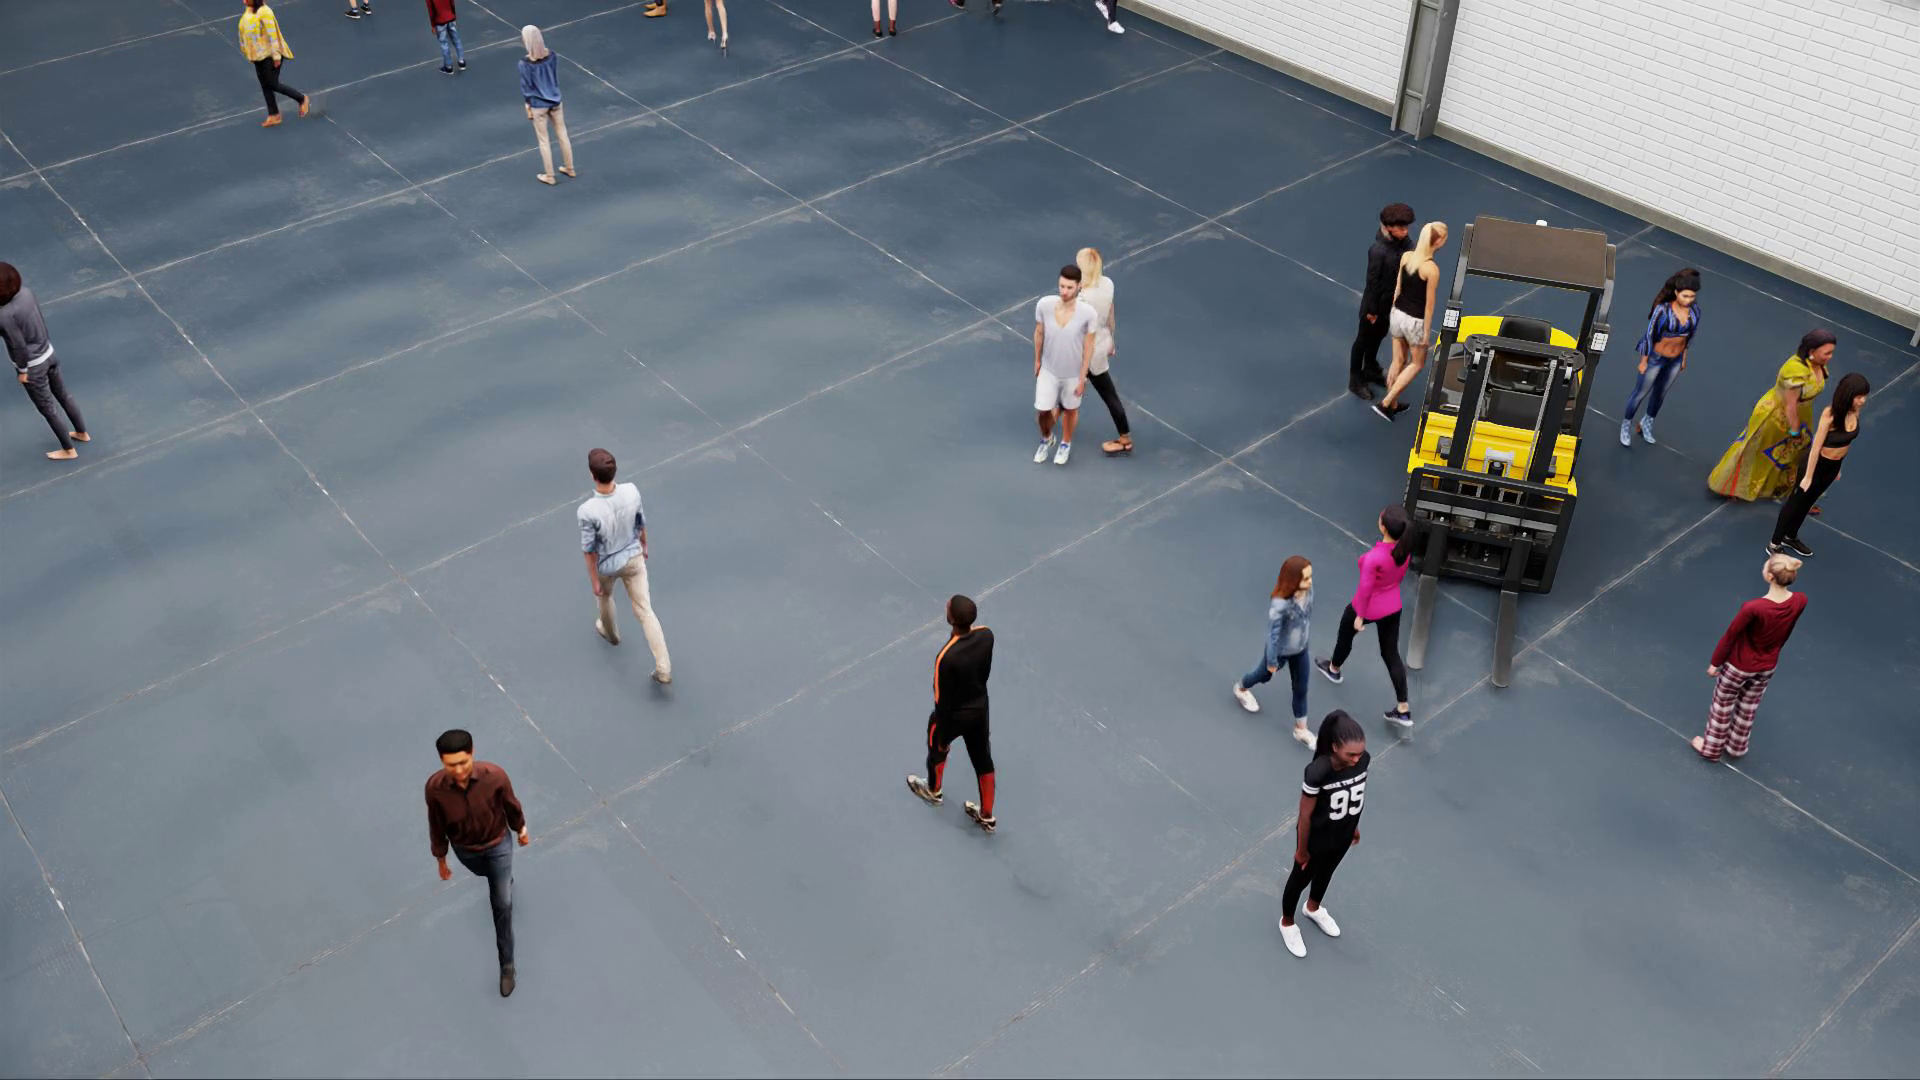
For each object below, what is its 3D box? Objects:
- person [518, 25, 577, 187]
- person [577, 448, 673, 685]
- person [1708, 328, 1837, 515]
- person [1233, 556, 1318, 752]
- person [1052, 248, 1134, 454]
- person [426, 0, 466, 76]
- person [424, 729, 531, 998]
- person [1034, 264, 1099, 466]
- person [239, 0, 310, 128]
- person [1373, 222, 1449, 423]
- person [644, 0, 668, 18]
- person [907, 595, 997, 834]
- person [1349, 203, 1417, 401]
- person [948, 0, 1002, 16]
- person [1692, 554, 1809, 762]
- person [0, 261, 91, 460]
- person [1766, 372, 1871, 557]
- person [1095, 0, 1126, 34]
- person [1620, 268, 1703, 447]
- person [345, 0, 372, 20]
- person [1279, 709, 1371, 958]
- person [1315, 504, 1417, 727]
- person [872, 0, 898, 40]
[{"bbox_3d":[-4.337,-4.555,17.399,0.593,1.697,0.637,30,47,32],"label":"person"},{"bbox_3d":[-2.279,0.215,11.324,0.711,1.813,1.228,-24,44,-27],"label":"person"},{"bbox_3d":[6.317,-0.970,12.967,1.106,1.626,0.851,31,48,33],"label":"person"},{"bbox_3d":[2.101,0.680,11.034,0.587,1.451,0.994,-27,46,-30],"label":"person"},{"bbox_3d":[1.180,-1.478,13.484,1.261,1.765,0.898,19,43,23],"label":"person"},{"bbox_3d":[-6.143,-6.190,19.792,0.507,1.255,0.524,30,48,32],"label":"person"},{"bbox_3d":[-2.752,1.684,9.547,1.044,1.738,1.265,-7,39,-9],"label":"person"},{"bbox_3d":[0.875,-1.448,13.385,0.770,1.840,0.858,11,40,14],"label":"person"},{"bbox_3d":[-7.671,-5.427,18.526,0.745,1.644,0.793,31,48,33],"label":"person"},{"bbox_3d":[3.671,-1.799,13.829,0.739,1.835,0.718,-22,43,-25],"label":"person"},{"bbox_3d":[-3.933,-7.534,21.110,0.750,1.711,0.663,-1,39,-2],"label":"person"},{"bbox_3d":[0.080,1.121,10.218,0.634,1.780,0.904,-28,46,-30],"label":"person"},{"bbox_3d":[3.597,-2.066,14.210,0.630,1.777,0.579,-31,48,-33],"label":"person"},{"bbox_3d":[0.218,-7.510,21.046,0.736,1.763,1.167,-30,48,-32],"label":"person"},{"bbox_3d":[5.110,0.766,10.723,0.688,1.704,0.664,-7,39,-9],"label":"person"},{"bbox_3d":[-7.477,-1.468,13.469,0.744,1.768,0.678,2,39,3],"label":"person"},{"bbox_3d":[6.420,-0.555,12.425,0.596,1.643,0.546,-19,43,-23],"label":"person"},{"bbox_3d":[1.877,-7.238,20.670,0.657,1.798,0.767,-30,47,-32],"label":"person"},{"bbox_3d":[5.750,-1.484,13.606,0.706,1.621,0.722,-5,39,-6],"label":"person"},{"bbox_3d":[-7.786,-7.389,21.141,0.570,1.445,0.574,26,46,29],"label":"person"},{"bbox_3d":[2.101,1.671,9.559,0.644,1.743,0.615,-20,43,-23],"label":"person"},{"bbox_3d":[2.837,0.520,11.075,0.739,1.660,1.181,-19,42,-22],"label":"person"},{"bbox_3d":[-0.958,-7.087,20.546,0.695,1.715,0.699,-7,39,-8],"label":"person"}]
